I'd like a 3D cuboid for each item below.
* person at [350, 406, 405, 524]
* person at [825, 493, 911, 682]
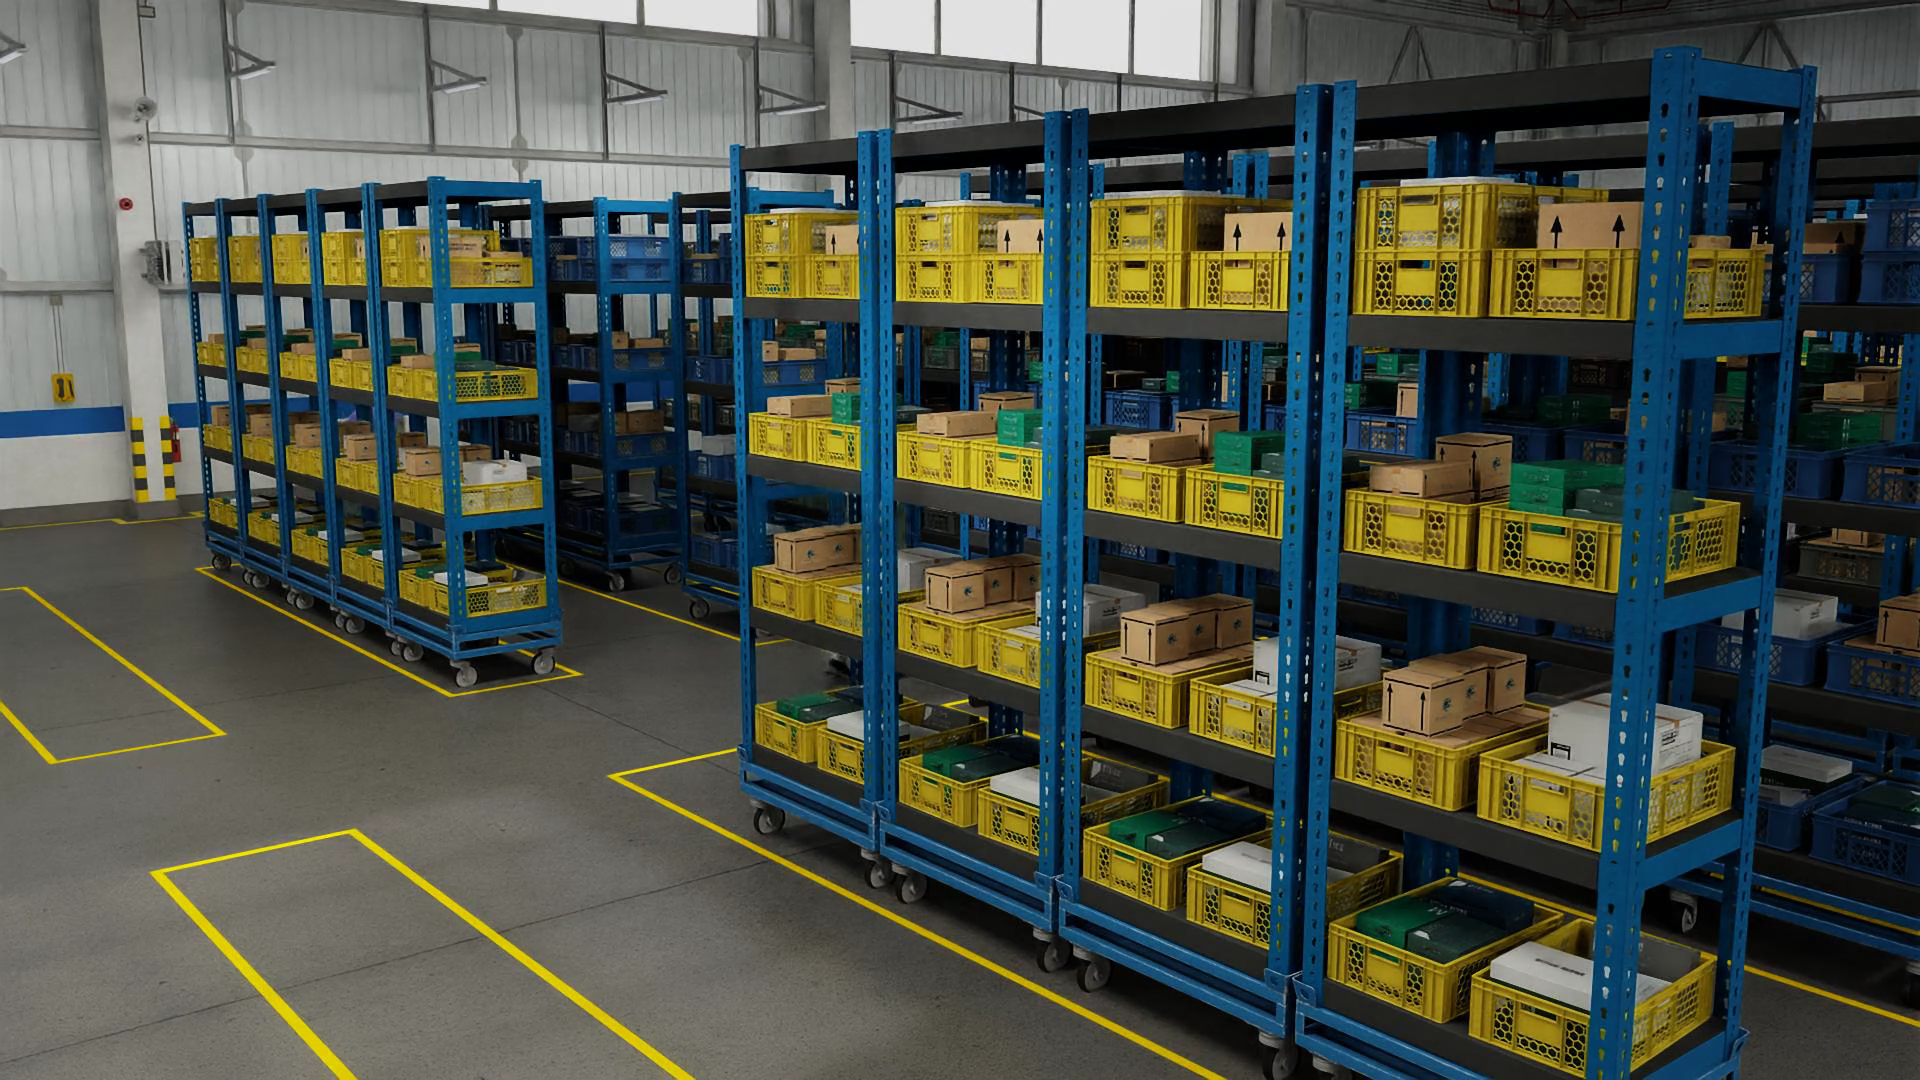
[{"bbox_3d":[-6.096,-0.752,17.454,0.573,1.774,1.044,0,9,1],"label":"person"},{"bbox_3d":[-0.642,0.156,11.949,0.790,1.808,0.603,-8,12,-41],"label":"person"}]
